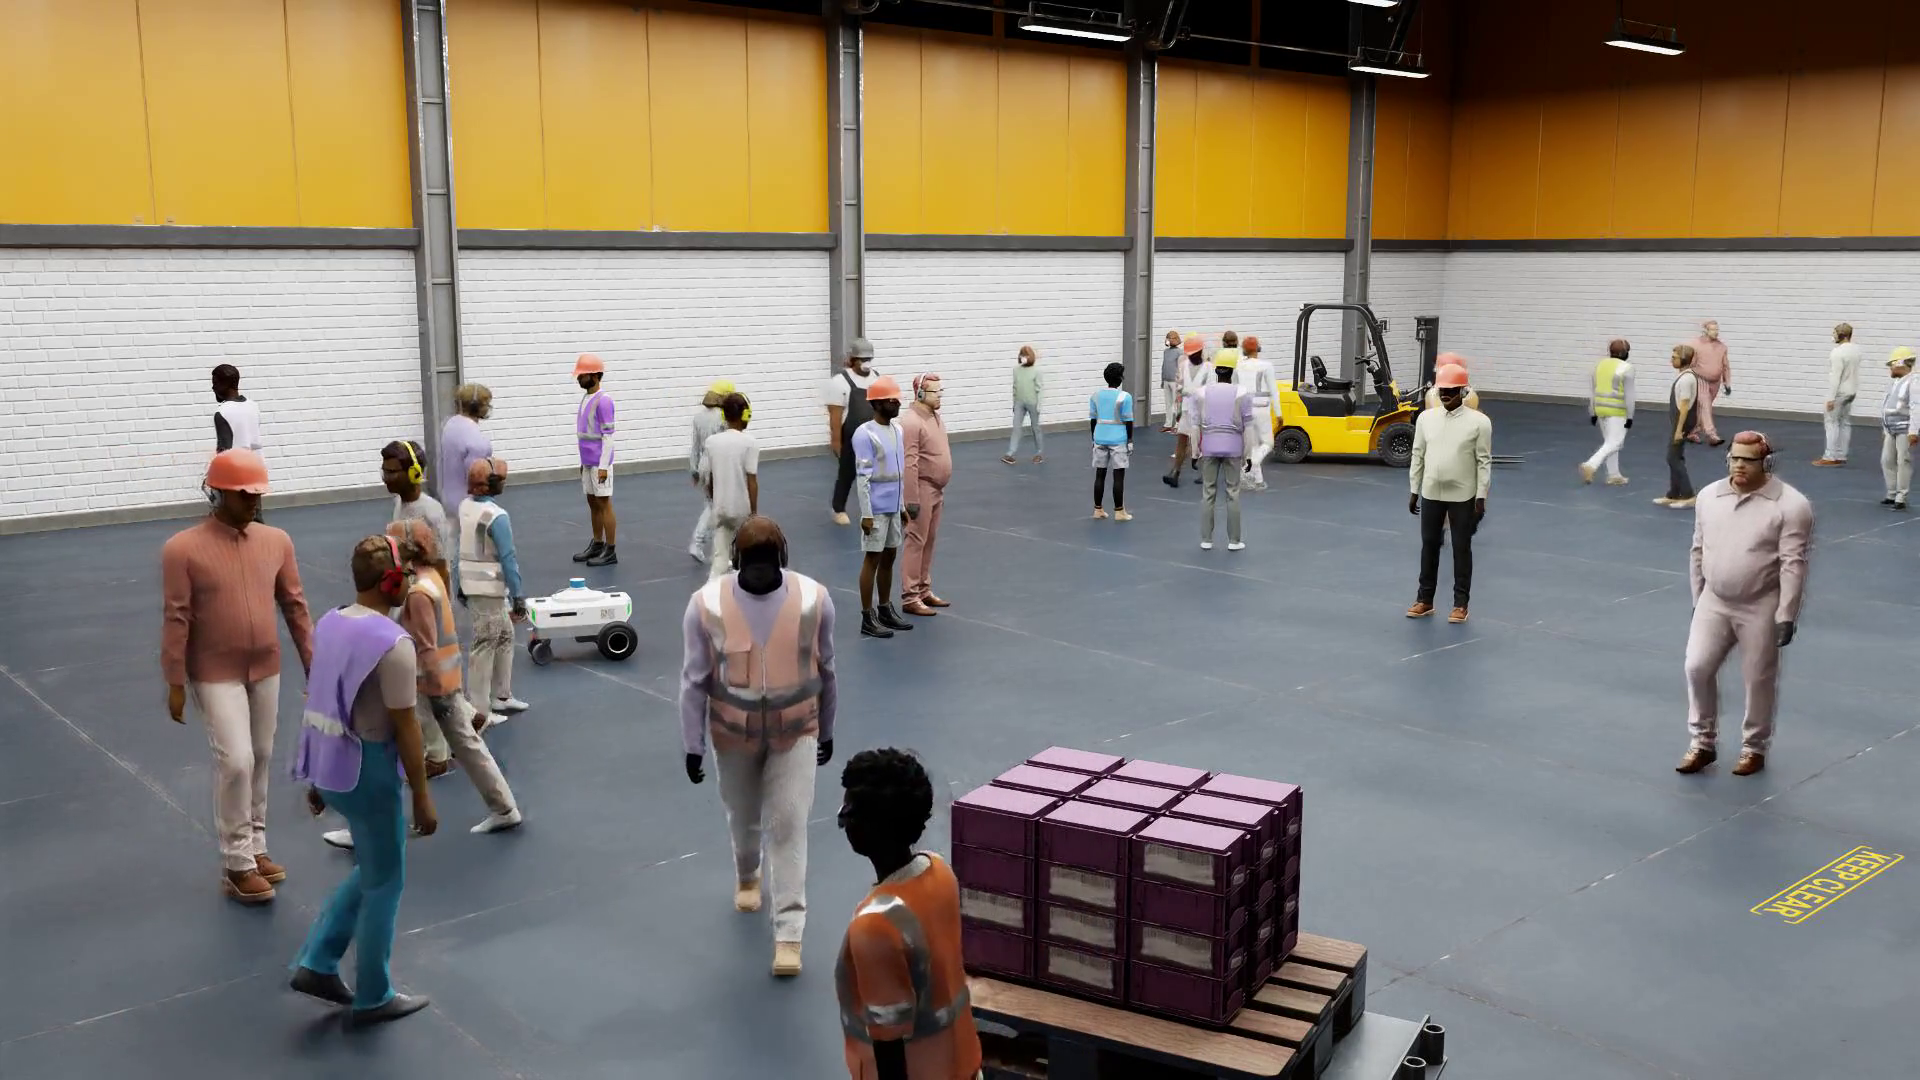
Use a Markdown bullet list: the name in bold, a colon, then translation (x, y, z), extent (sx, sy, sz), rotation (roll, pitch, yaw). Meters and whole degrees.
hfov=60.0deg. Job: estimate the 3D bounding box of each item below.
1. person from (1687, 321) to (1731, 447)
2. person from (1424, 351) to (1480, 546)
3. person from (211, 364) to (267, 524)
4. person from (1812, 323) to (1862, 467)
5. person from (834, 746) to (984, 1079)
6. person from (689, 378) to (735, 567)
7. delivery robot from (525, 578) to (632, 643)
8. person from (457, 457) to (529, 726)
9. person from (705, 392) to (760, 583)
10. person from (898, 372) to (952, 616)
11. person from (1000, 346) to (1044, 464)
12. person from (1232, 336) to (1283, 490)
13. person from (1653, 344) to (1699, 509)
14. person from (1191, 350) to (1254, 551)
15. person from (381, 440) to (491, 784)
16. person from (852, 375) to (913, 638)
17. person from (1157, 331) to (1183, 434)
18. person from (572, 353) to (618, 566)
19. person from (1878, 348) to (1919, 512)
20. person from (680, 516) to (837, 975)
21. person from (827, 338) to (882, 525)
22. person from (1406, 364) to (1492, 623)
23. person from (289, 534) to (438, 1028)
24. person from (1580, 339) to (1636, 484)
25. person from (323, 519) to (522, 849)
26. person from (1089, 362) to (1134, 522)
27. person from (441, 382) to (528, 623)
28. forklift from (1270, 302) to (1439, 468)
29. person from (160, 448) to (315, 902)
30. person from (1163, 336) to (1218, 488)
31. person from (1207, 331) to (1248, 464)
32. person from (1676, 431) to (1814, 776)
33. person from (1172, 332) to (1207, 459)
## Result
- **person**: translation (11.132, -2.315, 24.670), extent (0.669, 1.850, 0.980), rotation (-2, 10, -14)
- **person**: translation (4.766, -0.872, 16.072), extent (0.635, 1.921, 0.556), rotation (-9, 13, -41)
- **person**: translation (-6.110, -0.538, 14.132), extent (0.385, 1.910, 0.593), rotation (1, 10, 5)
- **person**: translation (11.768, -1.934, 22.226), extent (0.652, 1.934, 0.381), rotation (-7, 12, -35)
- **person**: translation (-0.129, 1.310, 4.069), extent (0.899, 1.644, 0.543), rotation (4, 10, 20)
- **person**: translation (-2.199, -0.603, 15.038), extent (0.522, 1.725, 0.383), rotation (8, 13, 40)
- **delivery robot**: translation (-2.677, 0.510, 11.667), extent (0.707, 0.478, 0.477), rotation (-4, 10, -20)
- **person**: translation (-2.757, 0.307, 9.990), extent (0.590, 1.617, 0.546), rotation (-8, 13, -40)
- **person**: translation (-1.626, -0.188, 12.369), extent (0.532, 1.803, 0.997), rotation (5, 11, 26)
- **person**: translation (-0.261, -0.369, 13.137), extent (0.401, 1.907, 0.648), rotation (3, 10, 18)
- **person**: translation (0.871, -1.811, 22.492), extent (0.524, 1.594, 0.772), rotation (6, 12, 33)
- **person**: translation (3.528, -1.500, 19.912), extent (0.661, 1.857, 0.559), rotation (9, 13, 42)
- **person**: translation (8.050, -1.271, 18.608), extent (0.391, 1.843, 0.532), rotation (5, 11, 26)
- **person**: translation (2.507, -0.853, 15.915), extent (0.594, 1.924, 0.382), rotation (3, 10, 15)
- **person**: translation (-2.835, 0.370, 8.950), extent (0.510, 1.858, 0.561), rotation (-8, 13, -39)
- **person**: translation (-0.562, -0.254, 12.363), extent (0.348, 1.942, 0.548), rotation (6, 11, 30)
- **person**: translation (3.367, -2.494, 26.436), extent (0.370, 1.637, 0.502), rotation (-6, 11, -31)
- **person**: translation (-3.338, -0.732, 15.164), extent (0.353, 1.941, 0.543), rotation (-7, 12, -34)
- **person**: translation (10.431, -1.212, 18.418), extent (0.403, 1.799, 0.665), rotation (1, 10, 4)
- **person**: translation (-0.820, 0.772, 6.830), extent (0.632, 1.795, 0.982), rotation (-1, 10, -6)
- **person**: translation (-1.044, -1.118, 17.129), extent (0.692, 2.000, 1.010), rotation (-5, 11, -29)
- **person**: translation (3.761, -0.361, 12.830), extent (0.622, 1.993, 0.382), rotation (7, 12, 36)
- **person**: translation (-2.156, 0.887, 6.067), extent (0.462, 1.818, 0.567), rotation (-9, 13, -44)
- **person**: translation (7.937, -1.552, 20.347), extent (0.782, 1.819, 0.632), rotation (-4, 10, -22)
- **person**: translation (-2.552, 0.684, 7.924), extent (0.906, 1.587, 0.521), rotation (-2, 10, -11)
- **person**: translation (1.613, -1.037, 17.658), extent (0.538, 1.695, 0.319), rotation (8, 12, 38)
- **person**: translation (-3.736, -0.237, 12.411), extent (0.970, 1.899, 0.634), rotation (-9, 13, -42)
- **forklift**: translation (5.320, -2.157, 22.763), extent (2.313, 2.155, 1.214), rotation (3, 10, 16)
- **person**: translation (-3.087, 0.586, 7.313), extent (0.623, 1.978, 0.653), rotation (6, 11, 32)
- **person**: translation (2.827, -1.555, 20.251), extent (0.624, 1.846, 1.019), rotation (7, 12, 36)
- **person**: translation (3.679, -1.949, 22.737), extent (0.711, 1.786, 0.906), rotation (4, 11, 23)
- **person**: translation (4.178, 0.360, 8.939), extent (0.675, 1.883, 0.665), rotation (-9, 13, -42)
- **person**: translation (3.211, -2.008, 23.139), extent (0.525, 1.772, 0.301), rotation (9, 13, 42)
